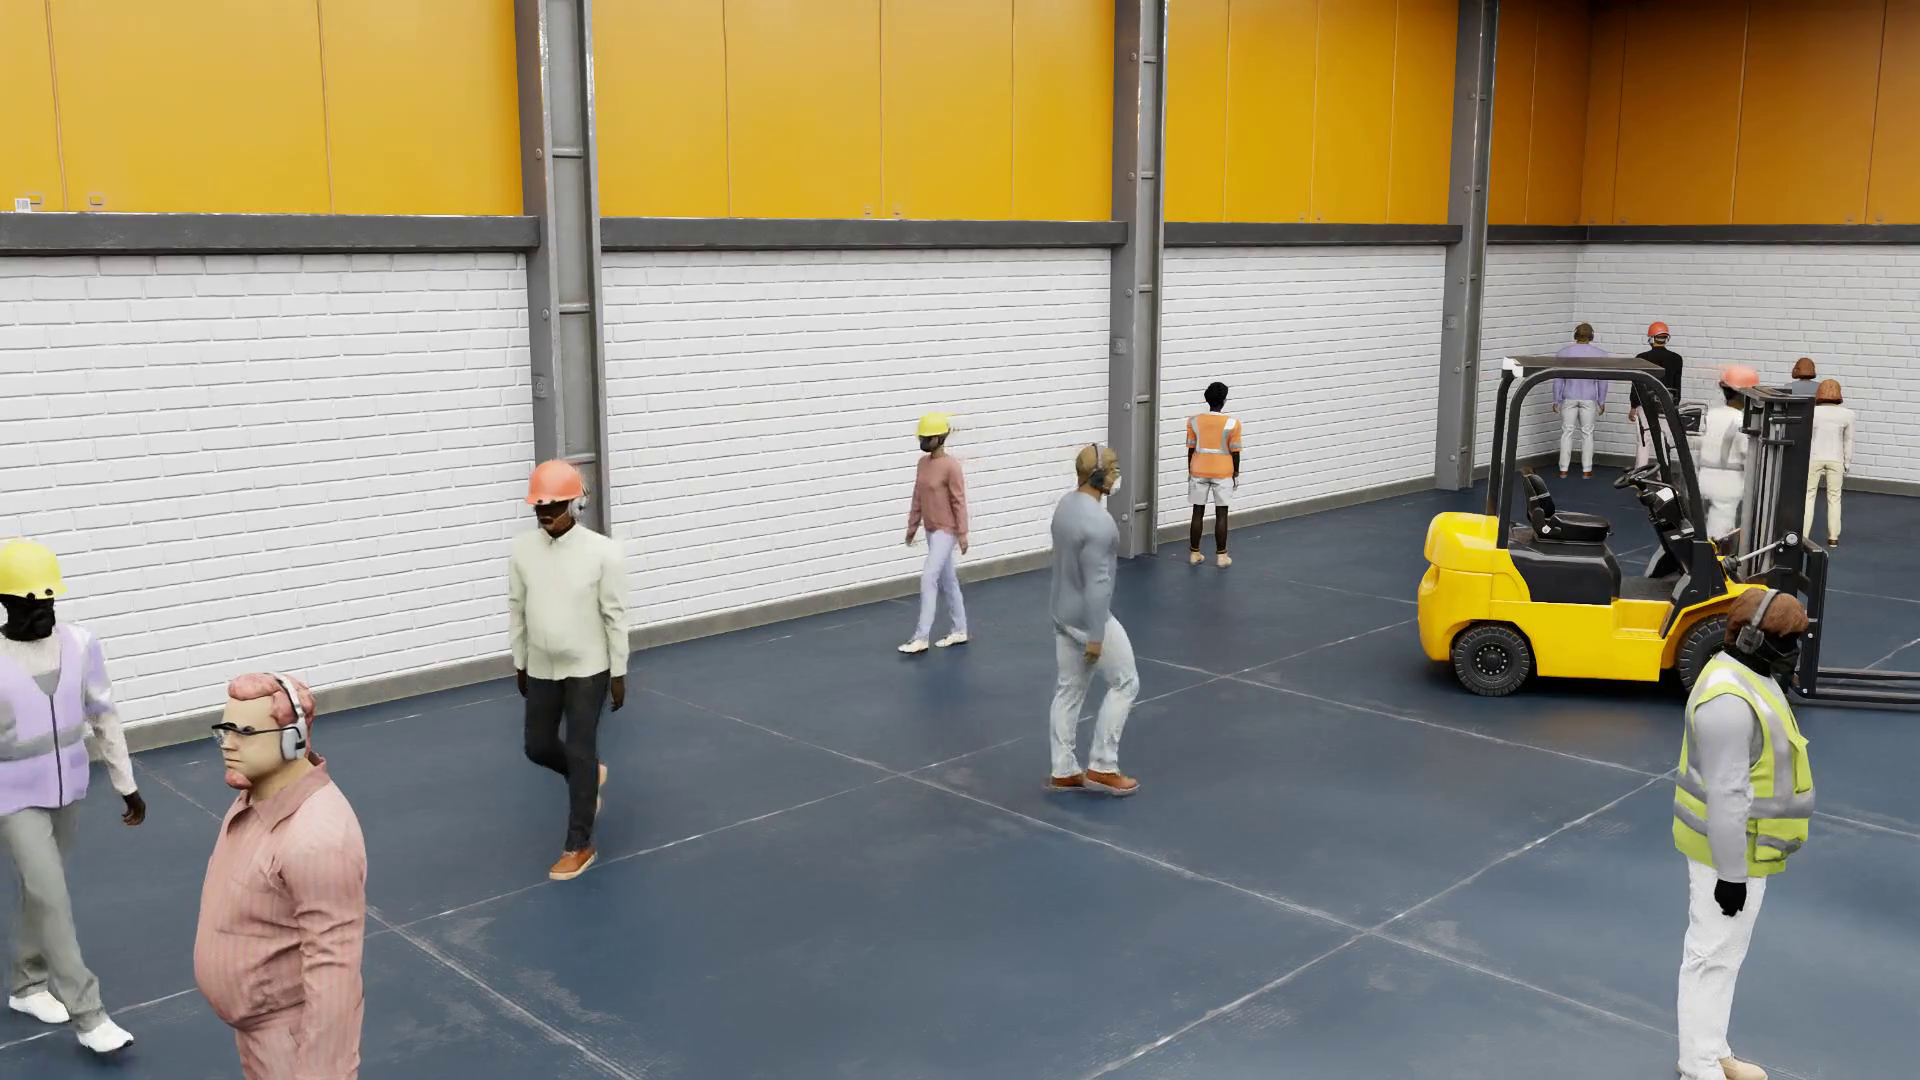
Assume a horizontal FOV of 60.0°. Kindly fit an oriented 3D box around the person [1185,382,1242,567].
[{"bbox_3d":[2.306,-0.596,15.158,0.530,1.689,0.321,5,11,24],"label":"person"}]

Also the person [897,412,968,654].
[{"bbox_3d":[-0.245,-0.050,12.007,0.756,1.735,0.547,-6,12,-28],"label":"person"}]

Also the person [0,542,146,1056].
[{"bbox_3d":[-3.317,0.949,6.146,0.909,1.888,0.602,5,11,25],"label":"person"}]

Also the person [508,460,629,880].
[{"bbox_3d":[-1.851,0.581,7.970,0.622,1.978,0.675,3,11,14],"label":"person"}]

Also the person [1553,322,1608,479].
[{"bbox_3d":[7.674,-1.722,20.611,0.637,1.938,0.357,4,11,22],"label":"person"}]

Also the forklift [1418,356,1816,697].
[{"bbox_3d":[4.276,-0.101,11.076,2.313,2.155,1.214,2,11,13],"label":"forklift"}]

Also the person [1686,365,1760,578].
[{"bbox_3d":[6.098,-0.364,13.044,0.999,1.994,0.633,-2,11,-10],"label":"person"}]

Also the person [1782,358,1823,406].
[{"bbox_3d":[9.542,-1.253,18.891,0.502,1.633,0.277,1,10,7],"label":"person"}]

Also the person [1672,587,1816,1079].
[{"bbox_3d":[2.671,1.065,5.699,0.429,1.837,0.620,5,12,27],"label":"person"}]

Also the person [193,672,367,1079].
[{"bbox_3d":[-1.771,1.272,4.362,0.409,1.913,0.646,-8,13,-36],"label":"person"}]

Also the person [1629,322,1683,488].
[{"bbox_3d":[8.278,-1.602,19.834,0.613,1.988,0.402,-1,10,-7],"label":"person"}]

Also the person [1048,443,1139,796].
[{"bbox_3d":[0.747,0.431,8.940,0.594,1.921,0.630,-4,11,-19],"label":"person"}]

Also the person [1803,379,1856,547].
[{"bbox_3d":[8.391,-0.747,16.162,0.497,1.627,0.287,4,11,19],"label":"person"}]
